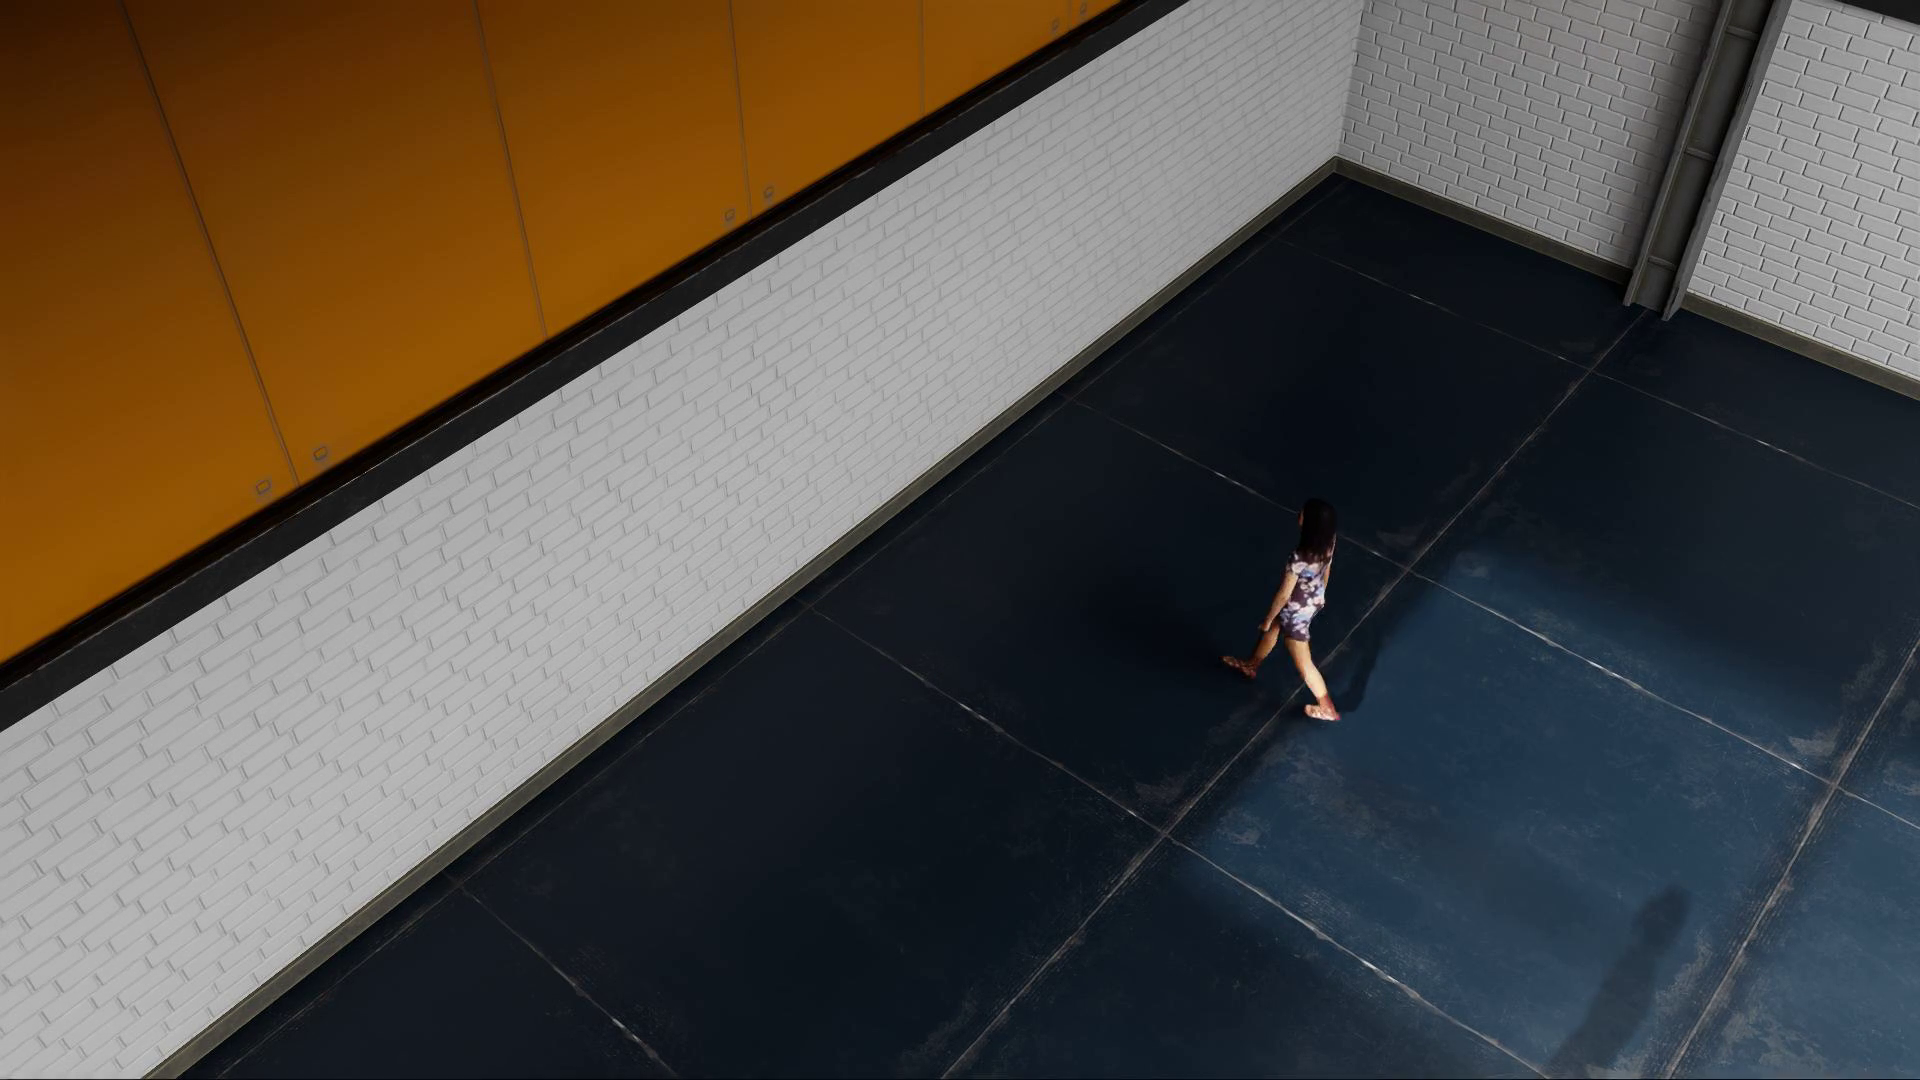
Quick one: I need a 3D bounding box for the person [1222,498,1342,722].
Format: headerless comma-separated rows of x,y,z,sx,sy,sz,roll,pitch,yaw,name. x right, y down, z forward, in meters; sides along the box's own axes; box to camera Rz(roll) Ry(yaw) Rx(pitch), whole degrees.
2.159,0.472,10.294,1.112,1.693,0.626,29,51,27,person
